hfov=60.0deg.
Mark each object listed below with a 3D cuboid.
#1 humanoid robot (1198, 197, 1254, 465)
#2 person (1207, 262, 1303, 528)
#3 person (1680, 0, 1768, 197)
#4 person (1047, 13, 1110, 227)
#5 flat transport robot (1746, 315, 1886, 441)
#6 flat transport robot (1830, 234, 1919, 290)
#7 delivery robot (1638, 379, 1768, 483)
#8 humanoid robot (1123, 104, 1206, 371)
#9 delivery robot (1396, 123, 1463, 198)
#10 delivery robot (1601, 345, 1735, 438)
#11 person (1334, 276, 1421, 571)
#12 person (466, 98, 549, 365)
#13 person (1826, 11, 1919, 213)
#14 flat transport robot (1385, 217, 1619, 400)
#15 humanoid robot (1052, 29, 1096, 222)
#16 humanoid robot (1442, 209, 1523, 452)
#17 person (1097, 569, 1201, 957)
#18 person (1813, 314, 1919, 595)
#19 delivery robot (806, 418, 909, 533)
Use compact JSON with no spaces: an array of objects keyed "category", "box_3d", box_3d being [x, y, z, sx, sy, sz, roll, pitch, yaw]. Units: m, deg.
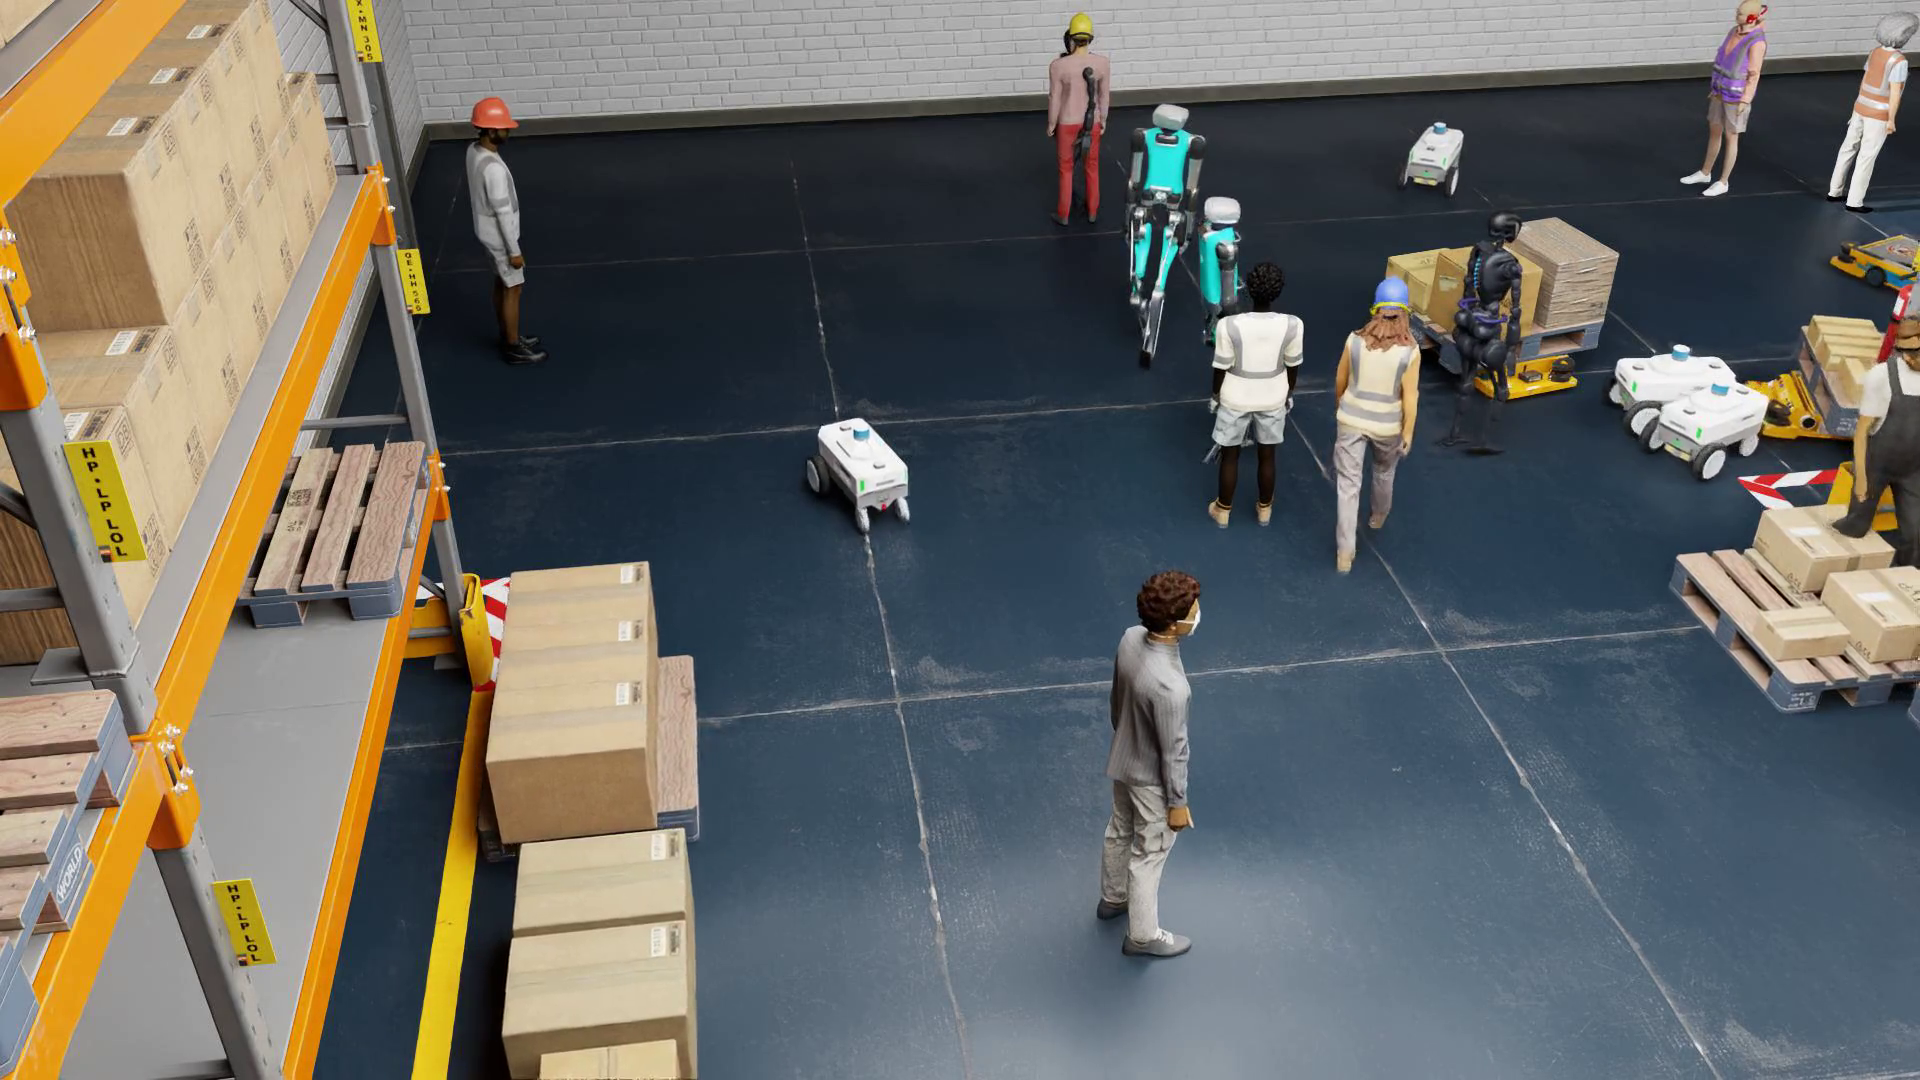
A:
[{"category":"humanoid robot","box_3d":[1.811,-1.292,10.533,0.711,1.828,0.530,-5,33,-7]},{"category":"person","box_3d":[1.727,-0.839,9.830,0.541,1.695,0.316,-2,33,-3]},{"category":"person","box_3d":[6.688,-3.836,14.427,0.349,1.691,0.480,-6,34,-10]},{"category":"person","box_3d":[0.974,-3.473,13.804,0.523,1.769,0.312,-6,34,-9]},{"category":"flat transport robot","box_3d":[6.101,-0.854,11.162,1.431,0.231,0.659,7,34,10]},{"category":"flat transport robot","box_3d":[7.628,-2.026,12.957,0.659,0.231,1.431,-16,37,-23]},{"category":"delivery robot","box_3d":[4.839,-0.754,10.742,0.782,0.589,0.499,-18,37,-26]},{"category":"humanoid robot","box_3d":[1.354,-2.080,11.707,0.548,1.766,0.947,8,34,13]},{"category":"delivery robot","box_3d":[4.229,-3.412,14.817,0.499,0.592,0.795,15,36,22]},{"category":"delivery robot","box_3d":[4.750,-1.011,11.155,0.813,0.610,0.499,-1,33,-2]},{"category":"person","box_3d":[2.391,-0.731,9.619,0.471,1.732,0.846,9,34,13]},{"category":"person","box_3d":[-3.178,-2.140,11.624,0.387,1.924,0.547,-17,37,-24]},{"category":"person","box_3d":[7.747,-3.618,14.093,0.315,1.690,0.437,-7,34,-11]},{"category":"flat transport robot","box_3d":[3.760,-1.436,12.053,0.659,0.231,1.431,-11,35,-17]},{"category":"humanoid robot","box_3d":[0.970,-3.471,13.885,0.348,1.654,0.588,-17,37,-24]},{"category":"humanoid robot","box_3d":[3.344,-1.328,10.598,0.342,1.656,0.587,-12,35,-18]},{"category":"person","box_3d":[0.773,0.943,6.918,0.374,1.897,0.547,-11,35,-17]},{"category":"person","box_3d":[5.105,-0.393,9.066,0.572,1.793,0.576,1,33,1]},{"category":"delivery robot","box_3d":[-0.606,-0.457,10.267,0.499,0.568,0.747,-15,36,-22]}]
